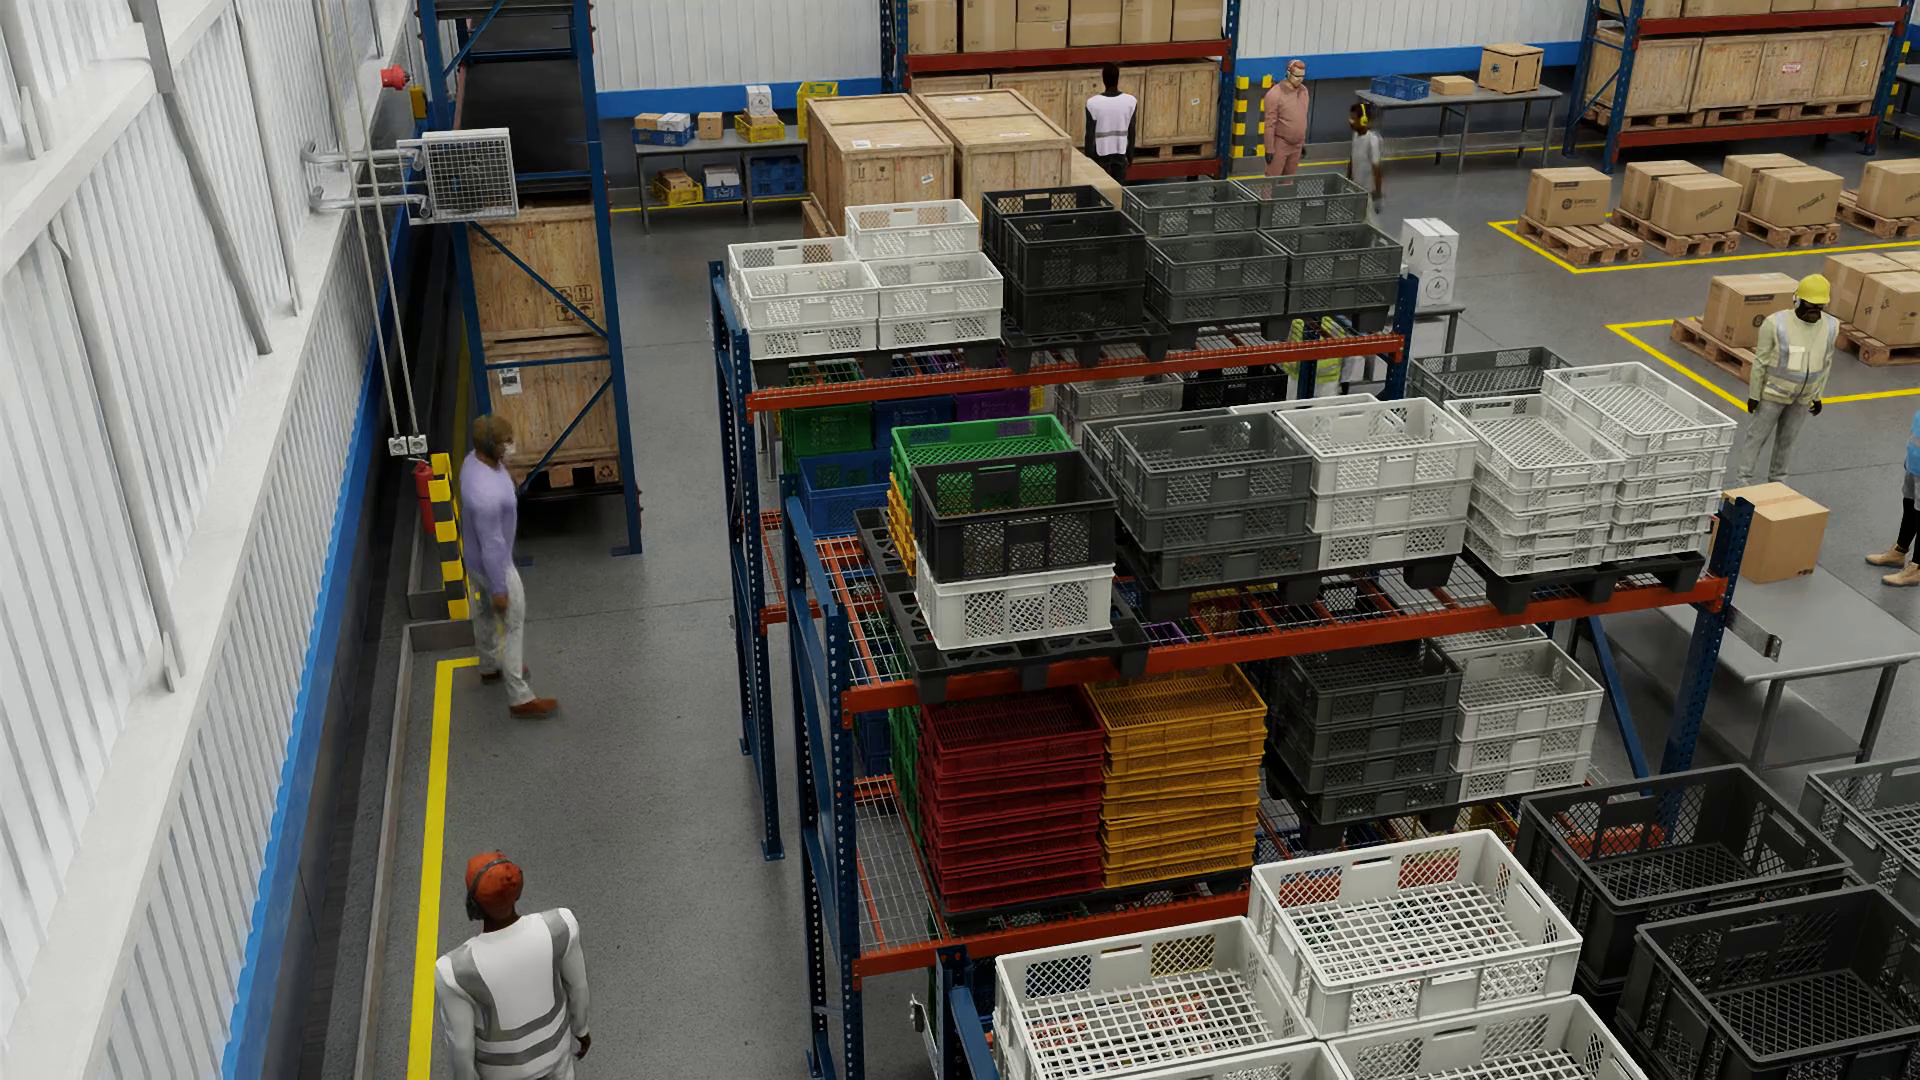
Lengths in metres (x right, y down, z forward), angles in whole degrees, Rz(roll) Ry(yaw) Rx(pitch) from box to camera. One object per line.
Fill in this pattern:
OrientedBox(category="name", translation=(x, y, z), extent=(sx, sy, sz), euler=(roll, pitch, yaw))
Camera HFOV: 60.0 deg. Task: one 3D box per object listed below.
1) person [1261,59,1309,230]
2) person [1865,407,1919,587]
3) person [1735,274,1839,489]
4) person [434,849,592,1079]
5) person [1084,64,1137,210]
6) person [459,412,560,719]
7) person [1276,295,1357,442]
OrientedBox(category="person", translation=(3.670, -4.425, 18.678), extent=(0.639, 1.903, 0.406), euler=(-20, 34, -33))
OrientedBox(category="person", translation=(6.649, -0.494, 11.432), extent=(0.318, 1.700, 0.535), euler=(4, 28, 7))
OrientedBox(category="person", translation=(6.202, -1.112, 12.462), extent=(0.589, 1.833, 0.404), euler=(-1, 28, -2))
OrientedBox(category="person", translation=(-1.712, 1.997, 6.510), extent=(0.580, 1.884, 0.352), euler=(-20, 34, -33))
OrientedBox(category="person", translation=(1.648, -4.259, 18.349), extent=(0.589, 1.915, 0.398), euler=(-6, 28, -11))
OrientedBox(category="person", translation=(-2.783, 0.118, 10.038), extent=(0.400, 1.930, 0.643), euler=(-9, 29, -16))
OrientedBox(category="person", translation=(2.713, -1.294, 12.800), extent=(0.622, 1.845, 0.430), euler=(14, 31, 25))
